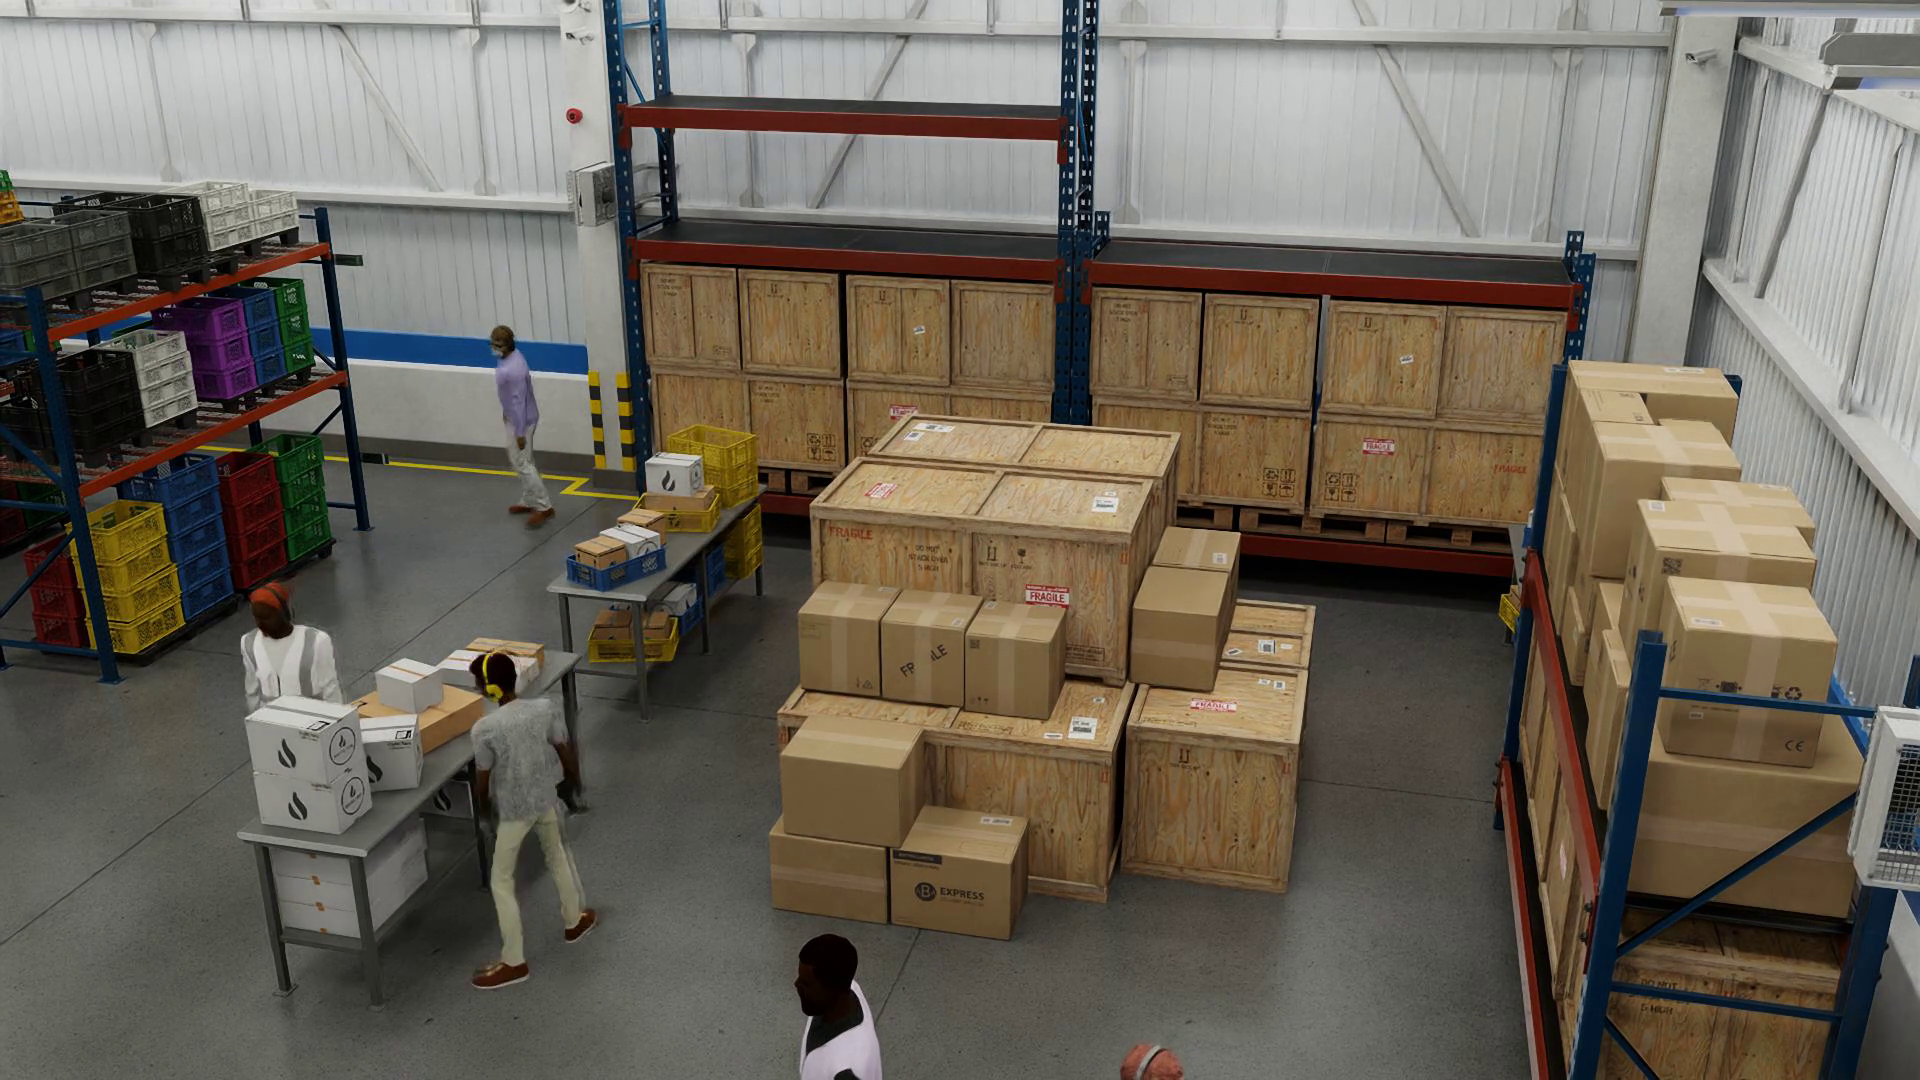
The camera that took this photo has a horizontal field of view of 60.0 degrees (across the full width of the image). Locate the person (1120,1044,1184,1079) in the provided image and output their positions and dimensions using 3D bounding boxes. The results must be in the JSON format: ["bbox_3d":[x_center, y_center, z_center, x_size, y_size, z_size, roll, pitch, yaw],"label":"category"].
[{"bbox_3d":[0.644,2.596,5.960,0.394,1.900,0.657,14,25,32],"label":"person"}]

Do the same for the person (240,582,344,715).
[{"bbox_3d":[-3.925,1.113,9.868,0.598,1.867,0.458,3,21,7],"label":"person"}]

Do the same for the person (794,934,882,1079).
[{"bbox_3d":[-0.457,2.373,6.509,0.390,1.919,0.591,-4,21,-12],"label":"person"}]

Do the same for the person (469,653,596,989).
[{"bbox_3d":[-2.364,1.457,9.024,0.376,1.836,0.875,16,26,36],"label":"person"}]

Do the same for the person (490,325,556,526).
[{"bbox_3d":[-4.133,-1.105,15.621,0.440,1.925,0.812,-7,22,-17],"label":"person"}]
